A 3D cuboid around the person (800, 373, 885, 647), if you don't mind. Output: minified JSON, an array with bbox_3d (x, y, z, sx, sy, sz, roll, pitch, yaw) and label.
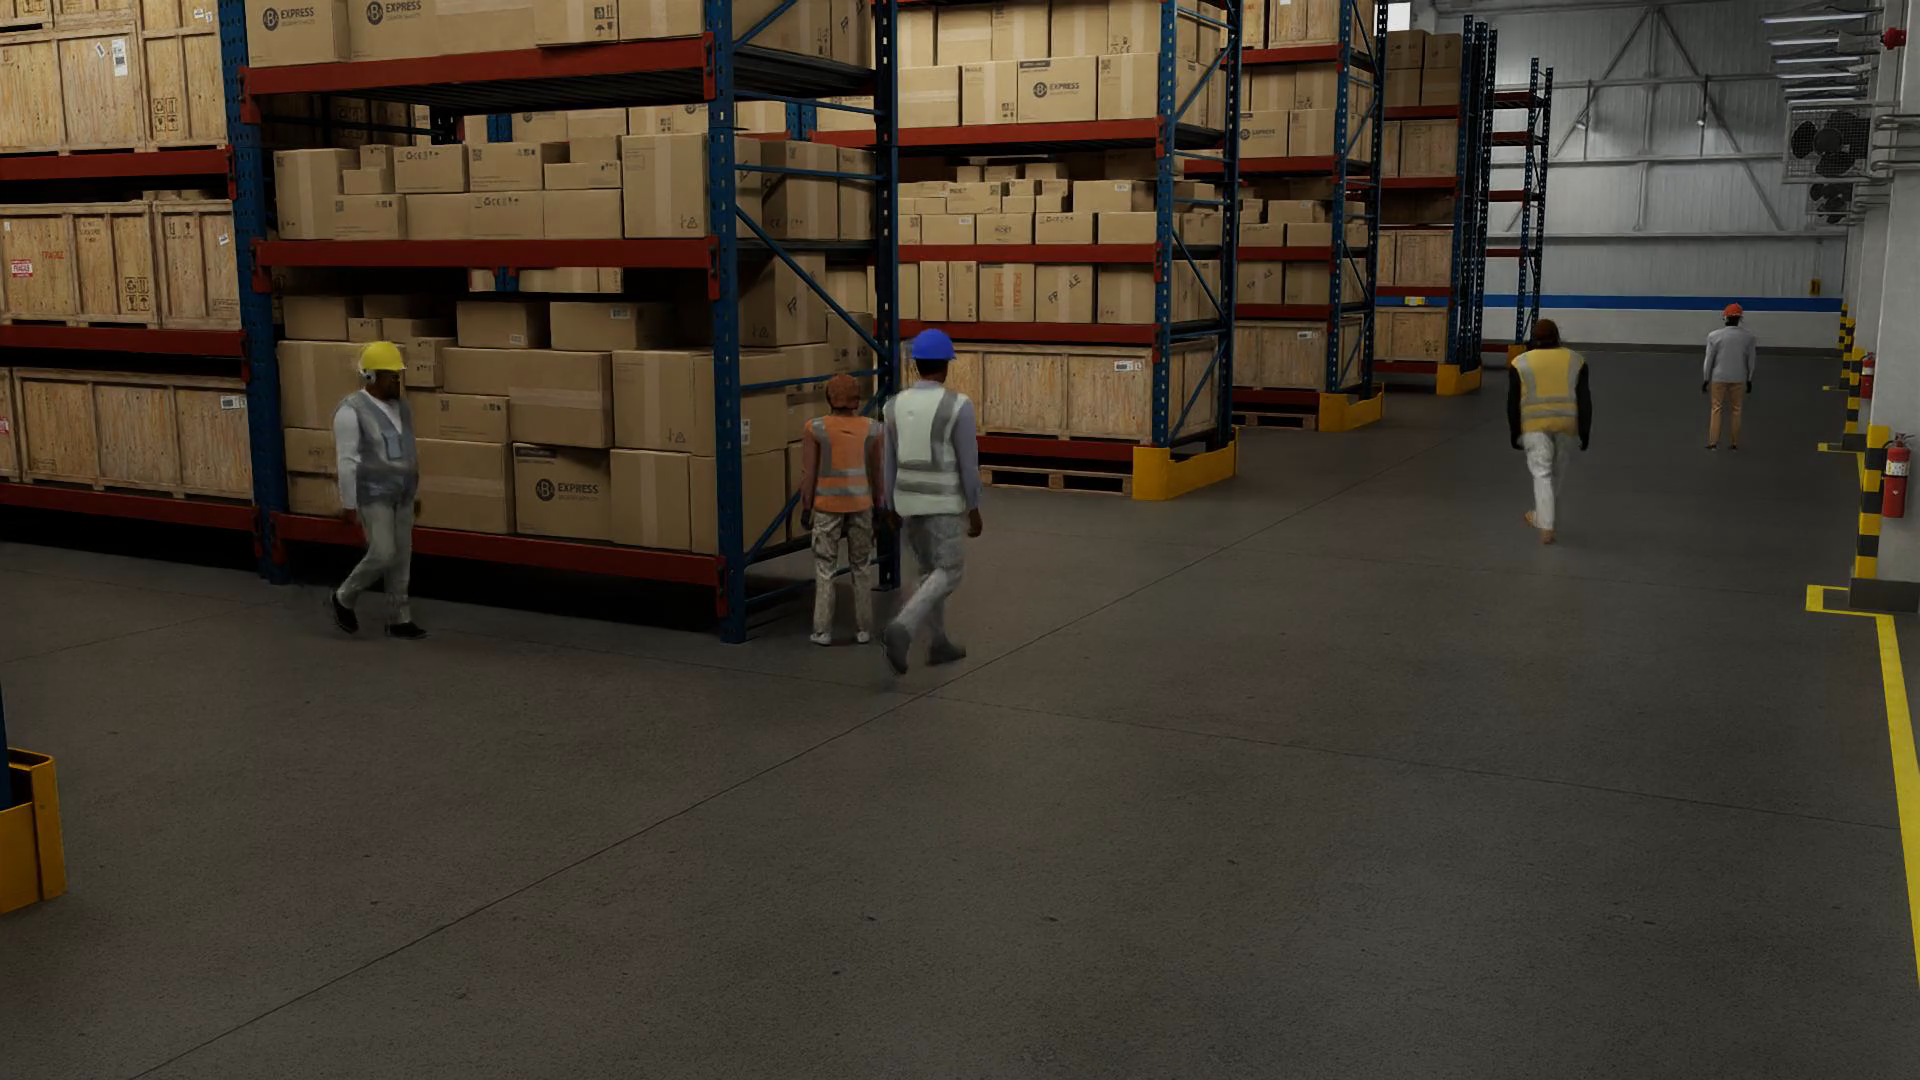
[{"bbox_3d":[-0.690,-0.177,9.887,0.524,1.631,0.318,-4,10,-20],"label":"person"}]

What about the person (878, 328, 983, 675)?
[{"bbox_3d":[-0.203,-0.202,9.178,0.617,1.927,0.770,8,13,39],"label":"person"}]

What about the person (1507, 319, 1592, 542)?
[{"bbox_3d":[4.808,-0.896,13.611,0.643,1.795,0.903,1,10,6],"label":"person"}]

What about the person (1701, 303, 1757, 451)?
[{"bbox_3d":[9.064,-1.902,19.611,0.581,1.748,0.485,2,10,13],"label":"person"}]

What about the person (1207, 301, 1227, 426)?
[{"bbox_3d":[3.242,-2.191,21.275,0.467,1.734,0.496,4,10,21],"label":"person"}]

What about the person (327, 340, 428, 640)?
[{"bbox_3d":[-3.491,-0.287,9.975,0.511,1.821,0.596,4,10,20],"label":"person"}]
